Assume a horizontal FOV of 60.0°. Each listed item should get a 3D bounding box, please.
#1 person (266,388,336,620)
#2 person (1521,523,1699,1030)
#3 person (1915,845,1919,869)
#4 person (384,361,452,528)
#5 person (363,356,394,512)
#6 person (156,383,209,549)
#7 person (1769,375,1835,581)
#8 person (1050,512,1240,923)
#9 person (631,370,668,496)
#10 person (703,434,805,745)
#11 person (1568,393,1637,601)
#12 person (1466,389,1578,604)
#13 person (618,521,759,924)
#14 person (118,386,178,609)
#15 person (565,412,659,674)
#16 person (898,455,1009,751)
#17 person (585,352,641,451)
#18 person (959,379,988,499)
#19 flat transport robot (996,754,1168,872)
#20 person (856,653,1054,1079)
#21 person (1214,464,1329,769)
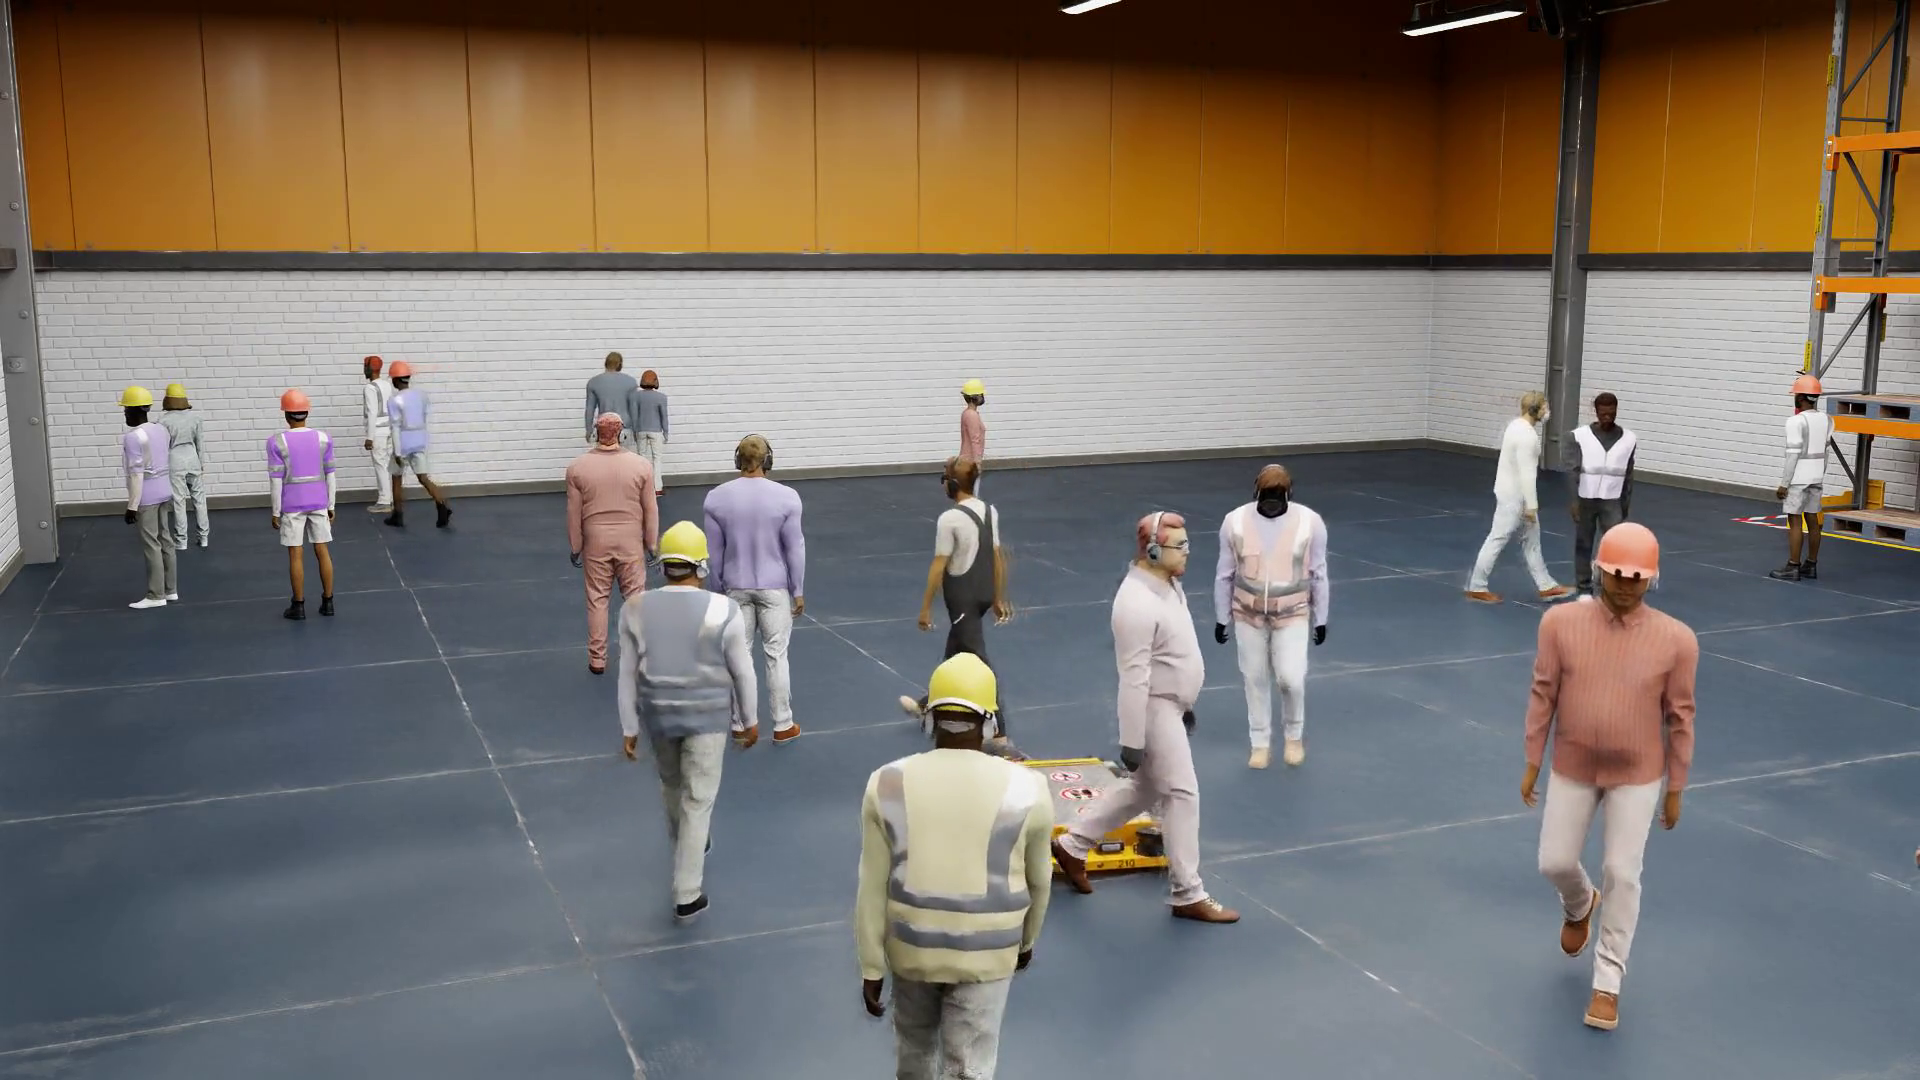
[{"bbox_3d":[-5.511,-0.297,13.943,0.545,1.942,0.350,-8,12,-39],"label":"person"},{"bbox_3d":[2.579,0.891,6.616,0.632,1.977,0.666,5,11,27],"label":"person"},{"bbox_3d":[3.744,1.126,5.974,0.528,1.730,0.870,2,10,10],"label":"person"},{"bbox_3d":[-6.166,-1.069,18.757,0.892,1.908,0.553,6,11,34],"label":"person"},{"bbox_3d":[-6.998,-1.272,20.032,0.354,1.881,0.576,1,9,7],"label":"person"},{"bbox_3d":[-8.159,-0.774,17.428,0.295,1.744,0.484,7,12,38],"label":"person"},{"bbox_3d":[7.925,-0.581,15.669,0.542,1.939,0.363,-4,10,-24],"label":"person"},{"bbox_3d":[0.841,0.787,7.582,0.850,1.877,0.644,2,10,12],"label":"person"},{"bbox_3d":[-3.991,-1.371,21.411,0.494,1.624,0.279,1,9,7],"label":"person"},{"bbox_3d":[-1.255,0.314,10.268,0.627,1.934,0.372,1,9,7],"label":"person"},{"bbox_3d":[5.490,-0.308,14.207,0.579,1.881,0.791,1,9,6],"label":"person"},{"bbox_3d":[4.934,-0.358,14.473,1.001,1.886,0.640,2,10,13],"label":"person"},{"bbox_3d":[-1.226,0.799,7.750,0.606,1.793,0.888,2,10,11],"label":"person"},{"bbox_3d":[-7.050,-0.368,14.412,0.369,1.928,0.586,0,9,1],"label":"person"},{"bbox_3d":[-2.515,0.026,12.089,0.651,1.907,0.409,-2,9,-9],"label":"person"},{"bbox_3d":[-0.051,0.374,10.292,0.937,1.798,0.540,7,11,35],"label":"person"},{"bbox_3d":[-4.321,-1.396,20.770,0.694,1.883,0.906,-1,9,-3],"label":"person"},{"bbox_3d":[0.140,-0.811,17.578,0.309,1.772,0.524,-2,10,-11],"label":"person"},{"bbox_3d":[0.610,1.398,8.722,0.652,0.197,1.431,-2,9,-10],"label":"flat transport robot"},{"bbox_3d":[0.005,1.232,5.151,0.578,1.782,0.889,2,10,10],"label":"person"},{"bbox_3d":[1.815,0.456,9.744,0.651,1.822,0.445,3,10,20],"label":"person"}]
